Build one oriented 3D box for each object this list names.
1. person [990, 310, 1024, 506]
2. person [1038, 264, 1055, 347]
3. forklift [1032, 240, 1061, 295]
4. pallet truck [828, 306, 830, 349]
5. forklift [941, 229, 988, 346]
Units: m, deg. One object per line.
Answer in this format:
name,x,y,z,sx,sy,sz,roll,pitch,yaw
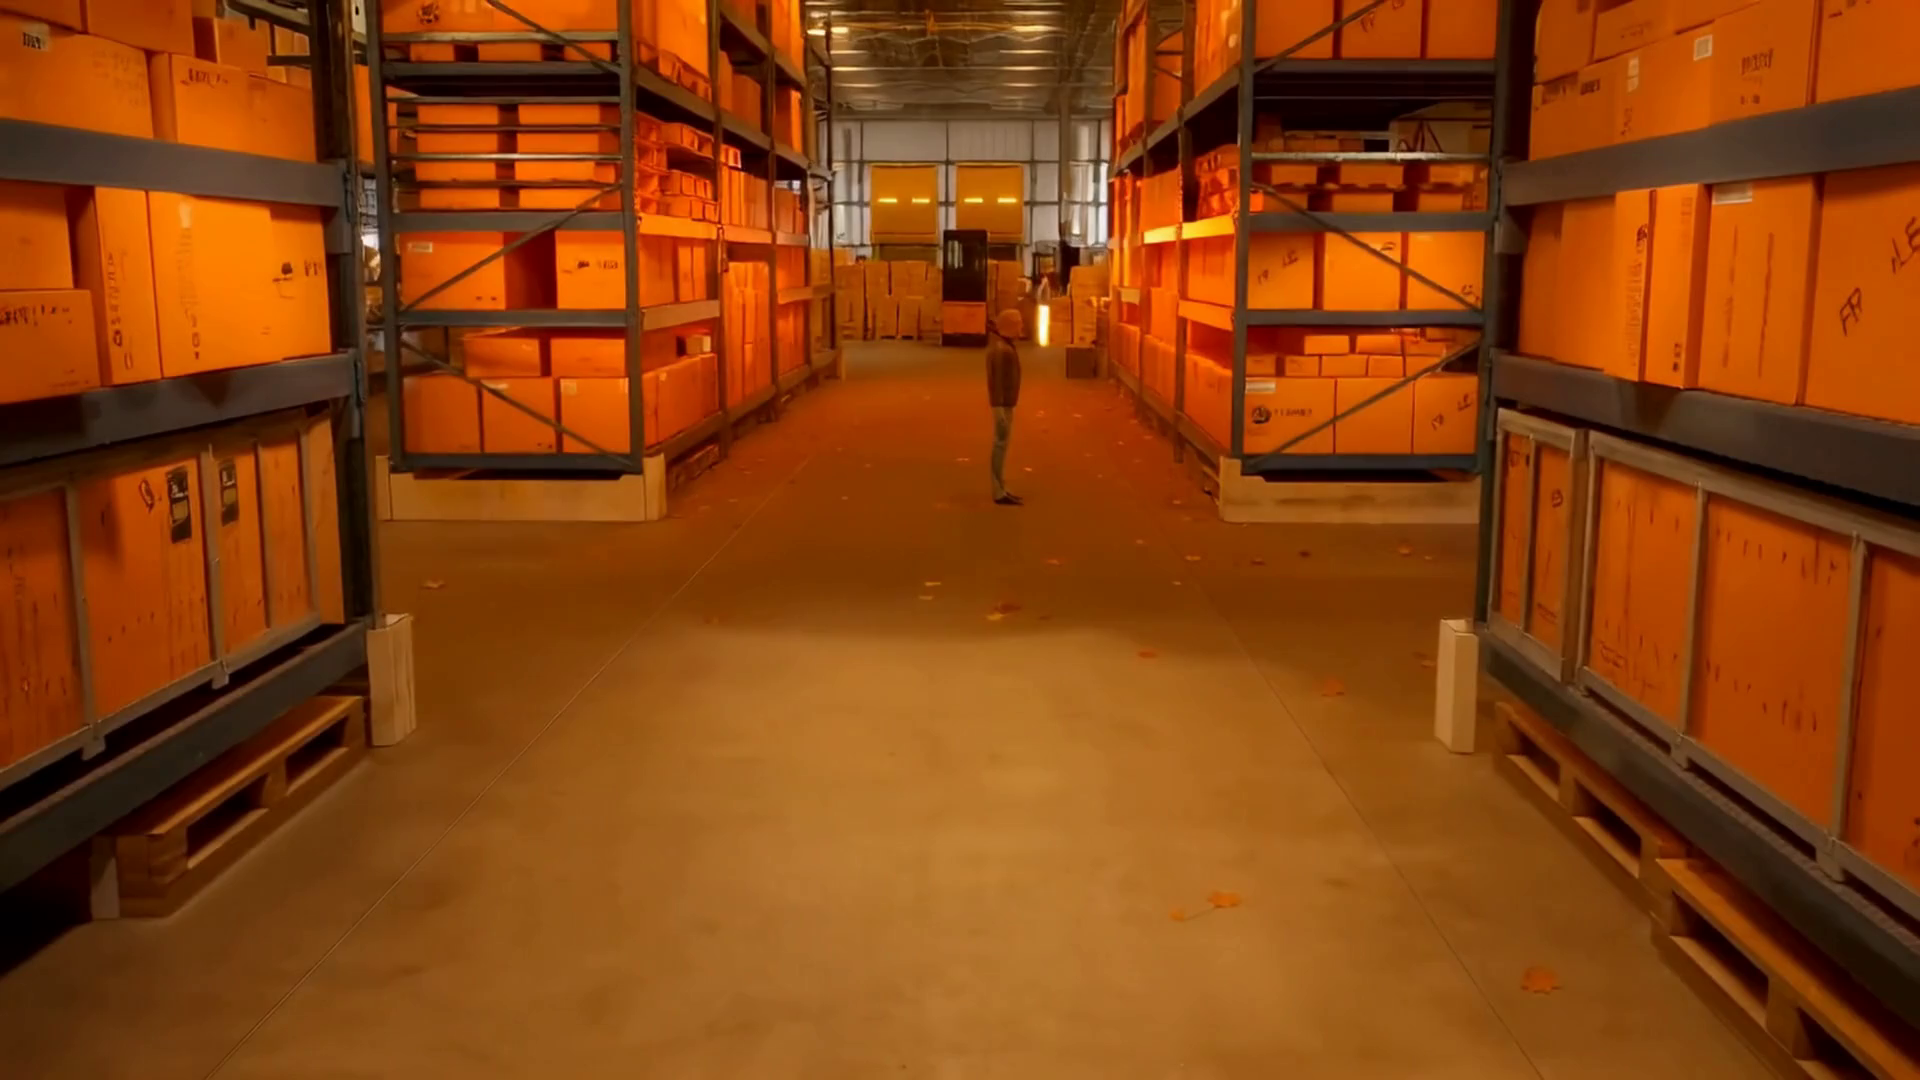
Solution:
person,0.394,-1.103,13.898,0.280,1.632,0.501,0,9,3
person,2.086,-5.642,40.027,0.399,1.987,0.612,0,9,3
forklift,3.172,-9.648,61.356,1.129,2.768,1.873,0,9,1
pallet truck,-3.100,-3.940,29.800,1.885,1.965,0.823,3,10,19
forklift,0.124,-6.117,40.203,1.129,2.768,1.873,0,9,1
